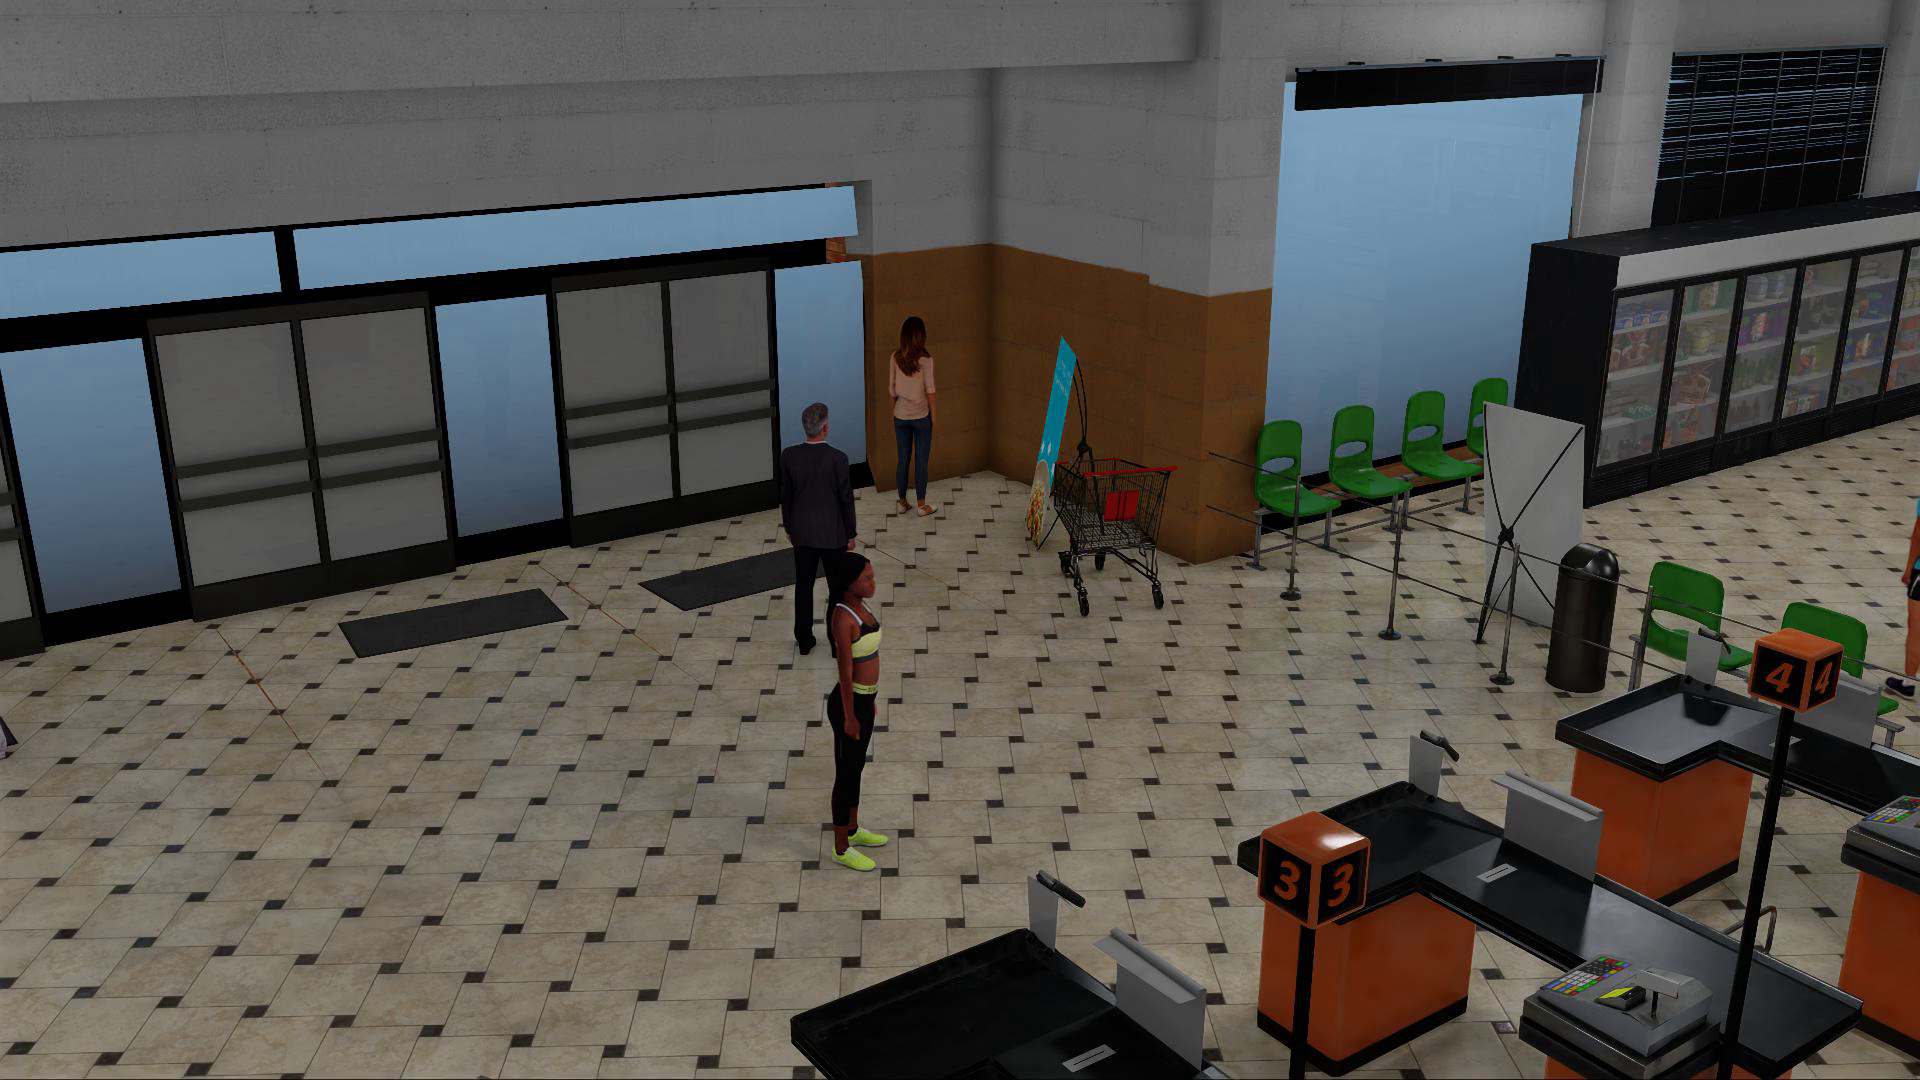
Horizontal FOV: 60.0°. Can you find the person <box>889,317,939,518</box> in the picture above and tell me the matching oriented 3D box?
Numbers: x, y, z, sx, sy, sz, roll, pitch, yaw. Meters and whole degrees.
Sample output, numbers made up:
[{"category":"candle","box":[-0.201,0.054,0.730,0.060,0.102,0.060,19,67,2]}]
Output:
[{"category":"person","box":[-0.423,-1.101,14.802,0.621,1.791,0.733,8,20,23]}]

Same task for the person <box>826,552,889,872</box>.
[{"category":"person","box":[-0.584,0.898,8.932,0.693,1.755,0.640,4,19,12]}]

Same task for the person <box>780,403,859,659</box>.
[{"category":"person","box":[-0.982,-0.072,11.673,0.772,1.842,0.861,5,19,16]}]

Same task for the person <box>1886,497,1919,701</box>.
[{"category":"person","box":[6.477,0.207,10.953,0.684,1.773,0.708,0,19,1]}]
